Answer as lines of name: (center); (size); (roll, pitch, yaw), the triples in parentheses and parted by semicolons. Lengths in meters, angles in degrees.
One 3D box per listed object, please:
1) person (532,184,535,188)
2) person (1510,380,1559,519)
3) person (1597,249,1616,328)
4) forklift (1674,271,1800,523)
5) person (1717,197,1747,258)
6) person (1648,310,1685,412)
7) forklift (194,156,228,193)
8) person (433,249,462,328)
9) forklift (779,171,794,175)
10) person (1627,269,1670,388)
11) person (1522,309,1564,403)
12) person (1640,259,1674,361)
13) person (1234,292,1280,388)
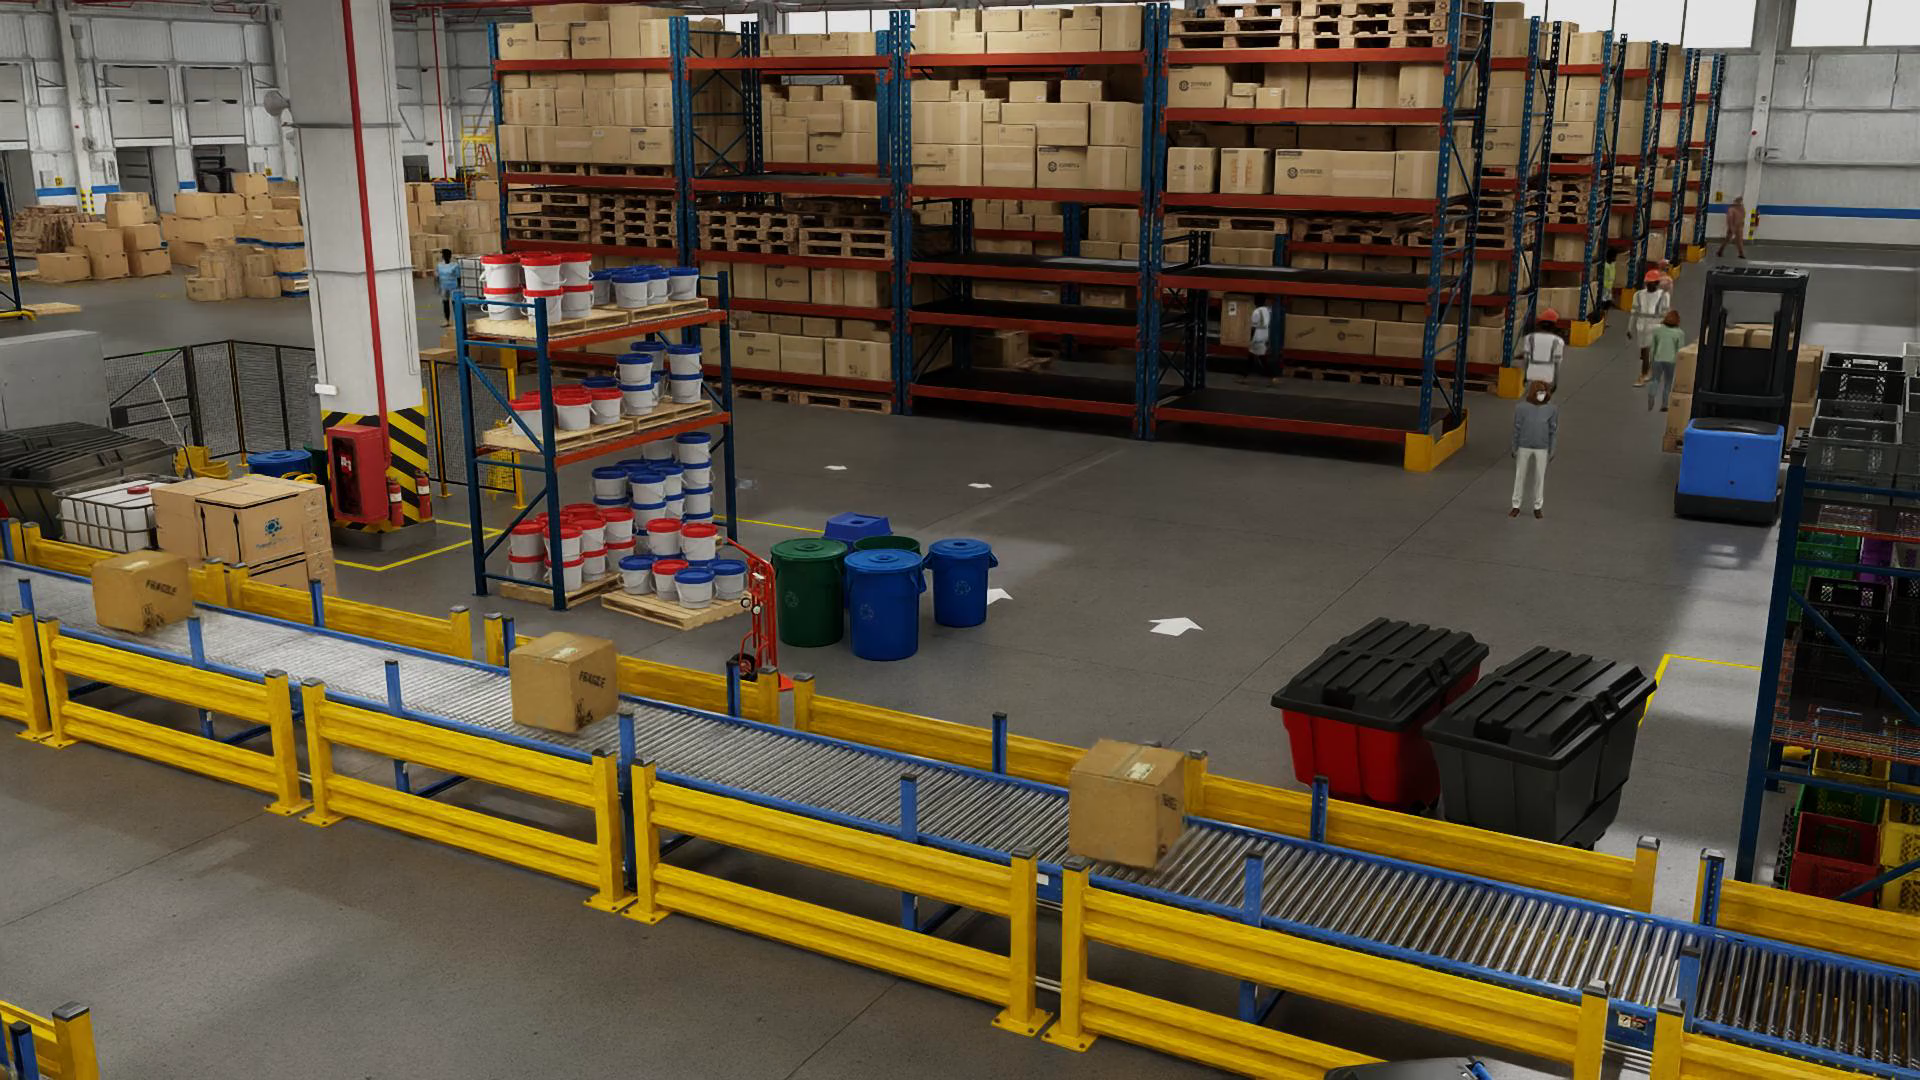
person: (-17.018, -13.487, 66.086); (0.532, 1.691, 0.321); (2, 15, 9)
person: (6.714, -1.061, 19.475); (0.500, 1.634, 0.281); (5, 16, 18)
person: (13.789, -5.375, 35.588); (0.322, 1.691, 0.606); (13, 19, 40)
forklift: (9.269, -1.763, 19.726); (1.129, 2.768, 1.873); (8, 17, 27)
person: (23.899, -9.655, 51.358); (0.662, 1.864, 0.983); (-6, 16, -22)
person: (11.006, -2.783, 25.972); (0.525, 1.618, 0.448); (10, 18, 34)
forklift: (-26.295, -12.105, 58.608); (1.129, 2.768, 1.873); (-11, 18, -35)
person: (-10.985, -5.398, 35.691); (0.615, 1.686, 0.386); (2, 15, 6)
forklift: (-6.439, -13.038, 62.112); (1.873, 2.768, 1.129); (3, 15, 12)
person: (11.826, -3.650, 28.527); (0.622, 2.005, 1.024); (14, 20, 42)
person: (8.287, -2.336, 23.741); (0.546, 1.913, 0.743); (7, 16, 24)
person: (13.082, -4.300, 31.152); (0.399, 1.899, 0.646); (-7, 17, -26)
person: (5.119, -3.431, 28.342); (0.850, 1.656, 0.536); (8, 17, 28)
